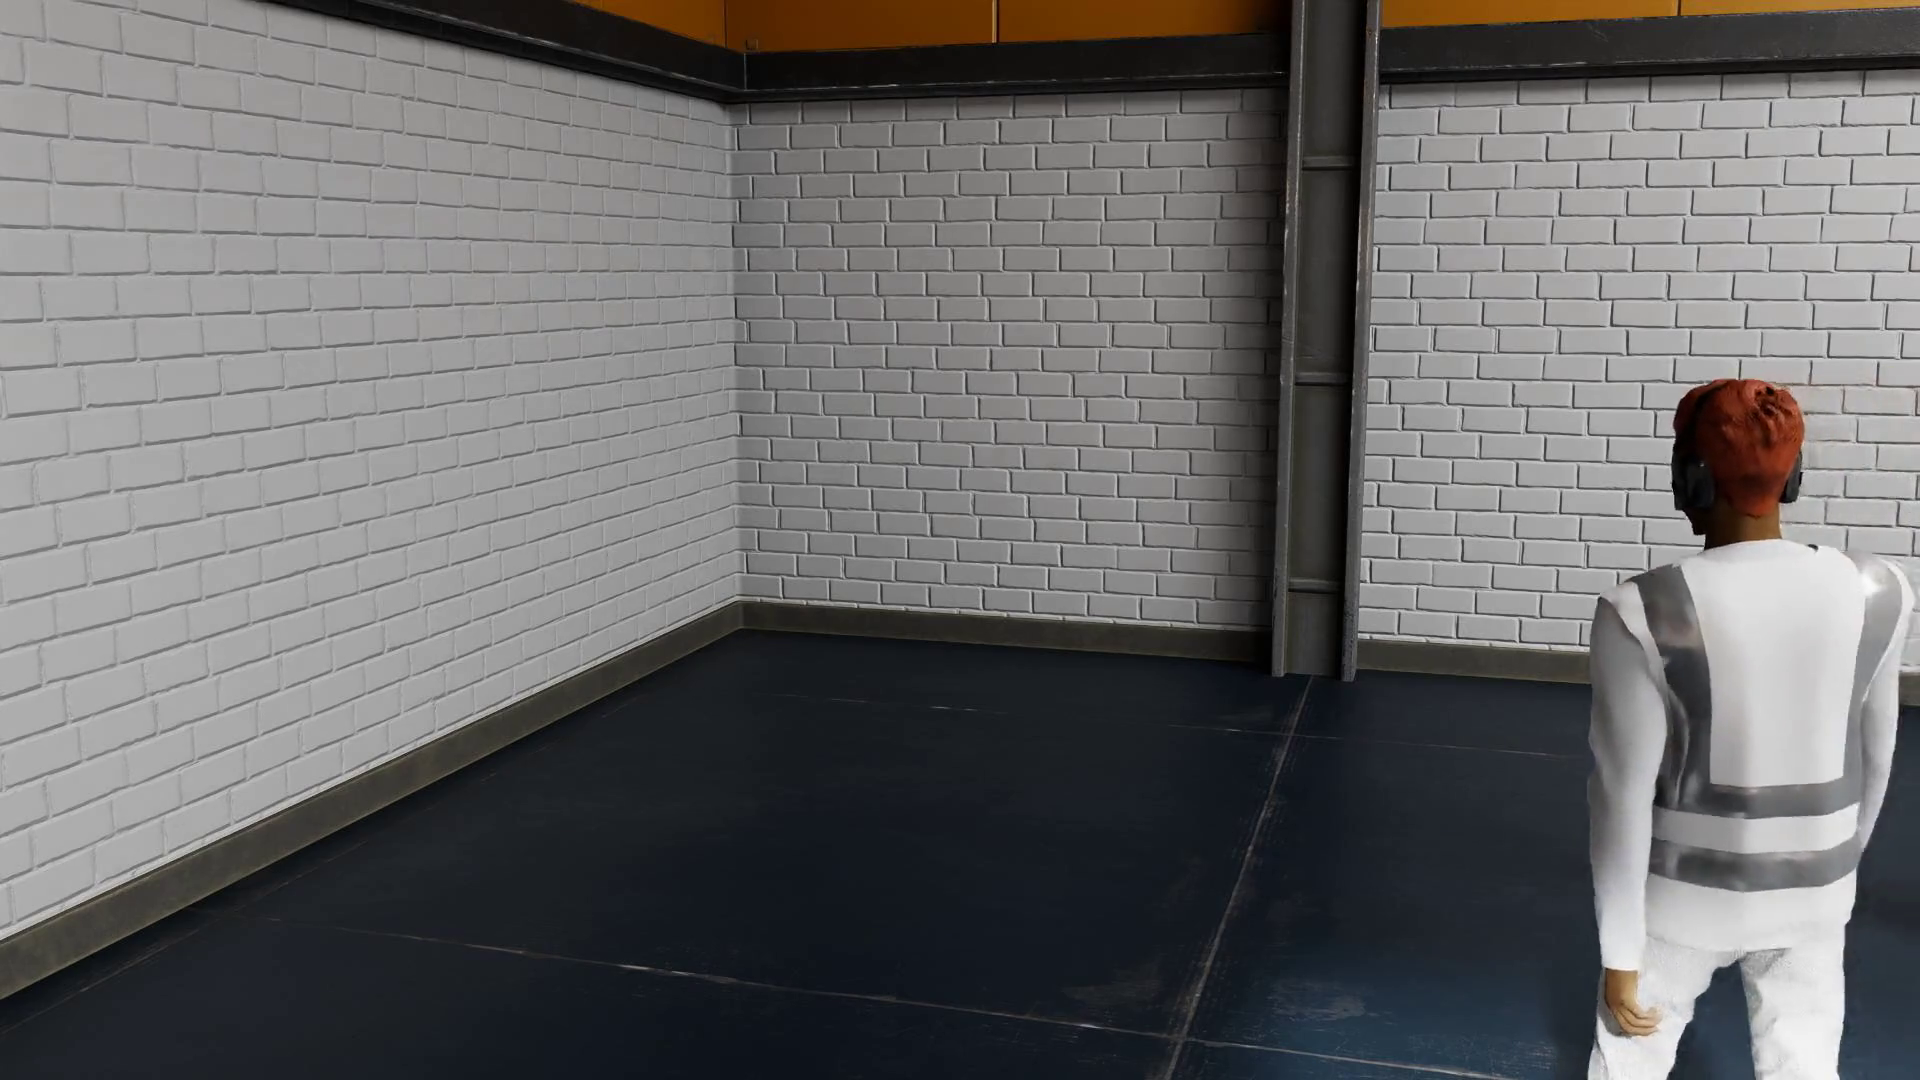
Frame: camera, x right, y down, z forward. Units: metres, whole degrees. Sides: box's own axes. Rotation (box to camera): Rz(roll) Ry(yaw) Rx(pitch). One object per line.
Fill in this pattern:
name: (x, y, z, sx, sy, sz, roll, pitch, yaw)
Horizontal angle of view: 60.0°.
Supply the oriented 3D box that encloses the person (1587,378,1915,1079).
person: (1.366, 0.633, 2.950, 0.584, 1.847, 0.948, 0, 9, 1)
